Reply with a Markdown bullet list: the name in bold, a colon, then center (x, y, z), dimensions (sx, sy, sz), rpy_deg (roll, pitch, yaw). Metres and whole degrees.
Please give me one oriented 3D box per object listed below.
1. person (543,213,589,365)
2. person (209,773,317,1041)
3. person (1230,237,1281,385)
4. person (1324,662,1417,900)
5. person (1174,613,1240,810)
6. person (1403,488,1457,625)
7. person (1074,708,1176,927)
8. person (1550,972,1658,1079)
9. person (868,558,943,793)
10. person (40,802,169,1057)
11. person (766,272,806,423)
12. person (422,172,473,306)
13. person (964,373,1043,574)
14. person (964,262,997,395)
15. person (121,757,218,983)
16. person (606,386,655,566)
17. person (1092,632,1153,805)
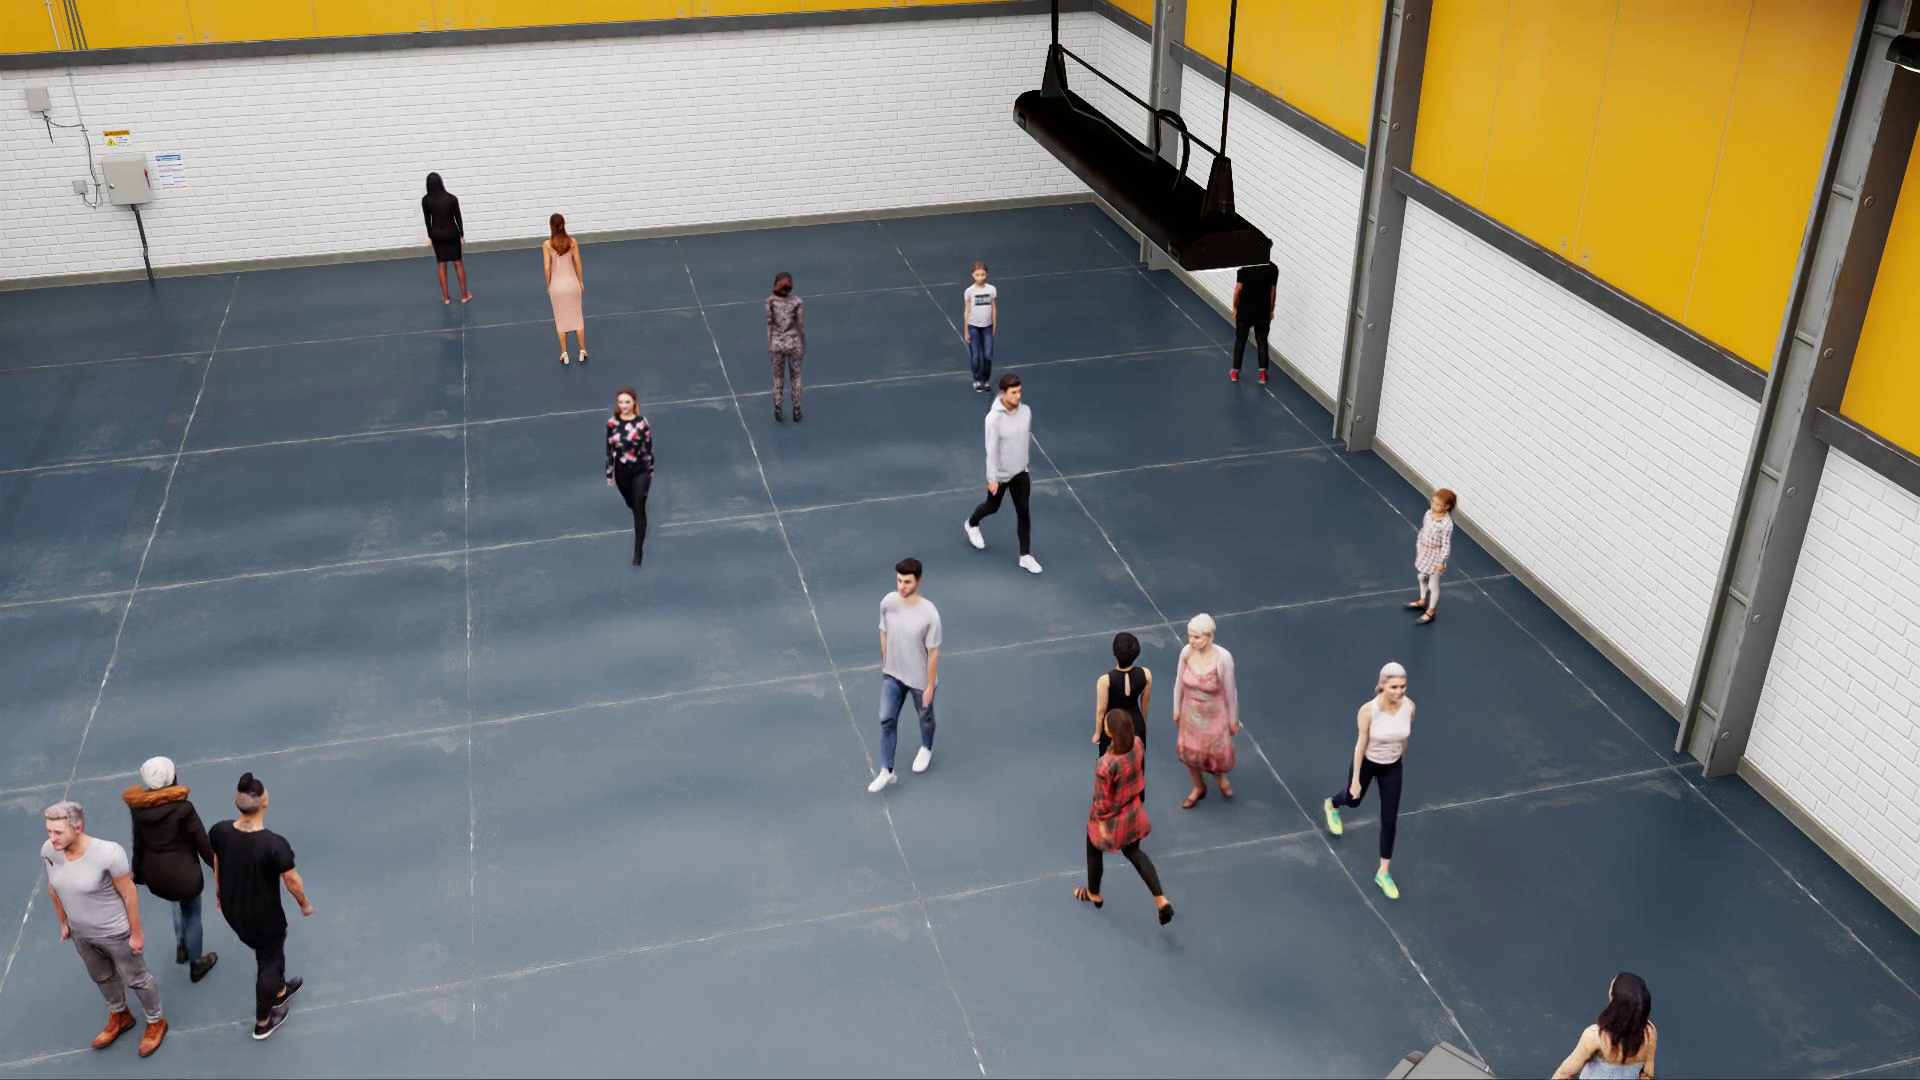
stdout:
- **person**: center (-4.664, -2.976, 19.646), dimensions (0.585, 1.832, 0.510), rpy_deg (-9, 30, -16)
- **person**: center (-4.288, 2.266, 10.025), dimensions (0.888, 1.842, 0.936), rpy_deg (8, 30, 14)
- **person**: center (3.401, -2.610, 19.071), dimensions (0.827, 1.741, 0.902), rpy_deg (0, 29, 0)
- **person**: center (2.829, 1.548, 11.526), dimensions (0.638, 1.666, 1.187), rpy_deg (-6, 29, -10)
- **person**: center (1.807, 1.246, 12.079), dimensions (0.820, 1.667, 0.879), rpy_deg (9, 30, 16)
- **person**: center (4.142, 0.107, 14.540), dimensions (0.654, 1.309, 0.459), rpy_deg (-6, 29, -12)
- **person**: center (1.104, 1.850, 10.960), dimensions (0.917, 1.678, 1.125), rpy_deg (-24, 37, -37)
- **person**: center (3.421, 3.055, 8.732), dimensions (0.586, 1.696, 1.020), rpy_deg (-7, 29, -13)
- **person**: center (-0.324, 0.941, 12.435), dimensions (1.016, 1.861, 1.106), rpy_deg (11, 31, 20)
- **person**: center (-5.136, 2.301, 9.976), dimensions (0.766, 1.828, 0.713), rpy_deg (5, 29, 9)
- **person**: center (-1.894, -2.117, 18.192), dimensions (0.608, 1.715, 0.608), rpy_deg (-2, 29, -4)
- **person**: center (-6.638, -3.901, 21.459), dimensions (0.626, 1.720, 0.512), rpy_deg (-5, 29, -9)
- **person**: center (0.361, -0.665, 15.346), dimensions (1.005, 1.891, 1.333), rpy_deg (-19, 34, -31)
- **person**: center (0.210, -2.452, 18.984), dimensions (0.567, 1.545, 0.628), rpy_deg (-4, 29, -7)
- **person**: center (-5.009, 2.127, 10.513), dimensions (0.756, 1.619, 0.737), rpy_deg (5, 29, 10)
- **person**: center (-3.076, -0.674, 15.619), dimensions (0.790, 1.646, 1.143), rpy_deg (0, 29, 1)
- **person**: center (1.162, 1.373, 11.913), dimensions (0.585, 1.602, 0.532), rpy_deg (-10, 30, -17)
